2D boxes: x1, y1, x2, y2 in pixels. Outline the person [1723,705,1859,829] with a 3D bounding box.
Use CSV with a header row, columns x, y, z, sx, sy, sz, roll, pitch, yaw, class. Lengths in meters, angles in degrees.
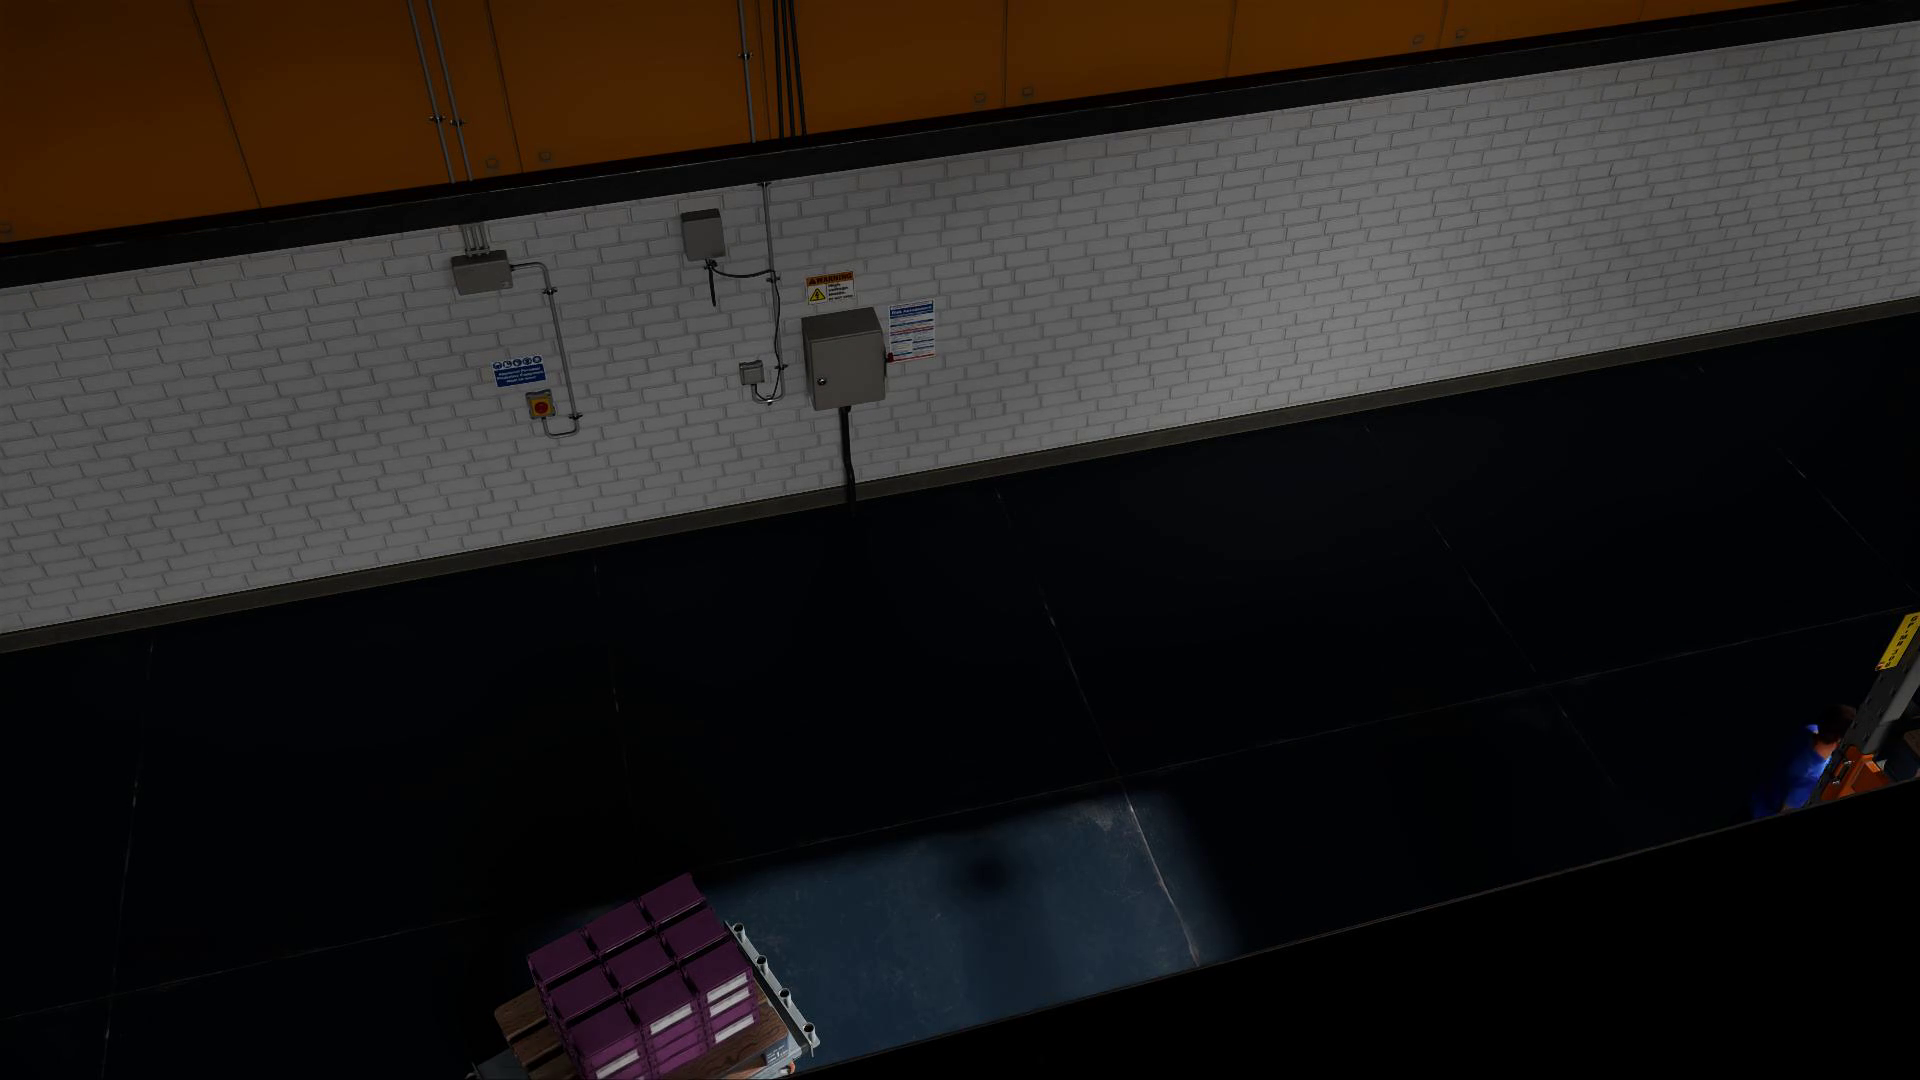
x,y,z,sx,sy,sz,roll,pitch,yaw,class
4.375,1.531,9.156,1.097,1.826,1.169,13,45,13,person
